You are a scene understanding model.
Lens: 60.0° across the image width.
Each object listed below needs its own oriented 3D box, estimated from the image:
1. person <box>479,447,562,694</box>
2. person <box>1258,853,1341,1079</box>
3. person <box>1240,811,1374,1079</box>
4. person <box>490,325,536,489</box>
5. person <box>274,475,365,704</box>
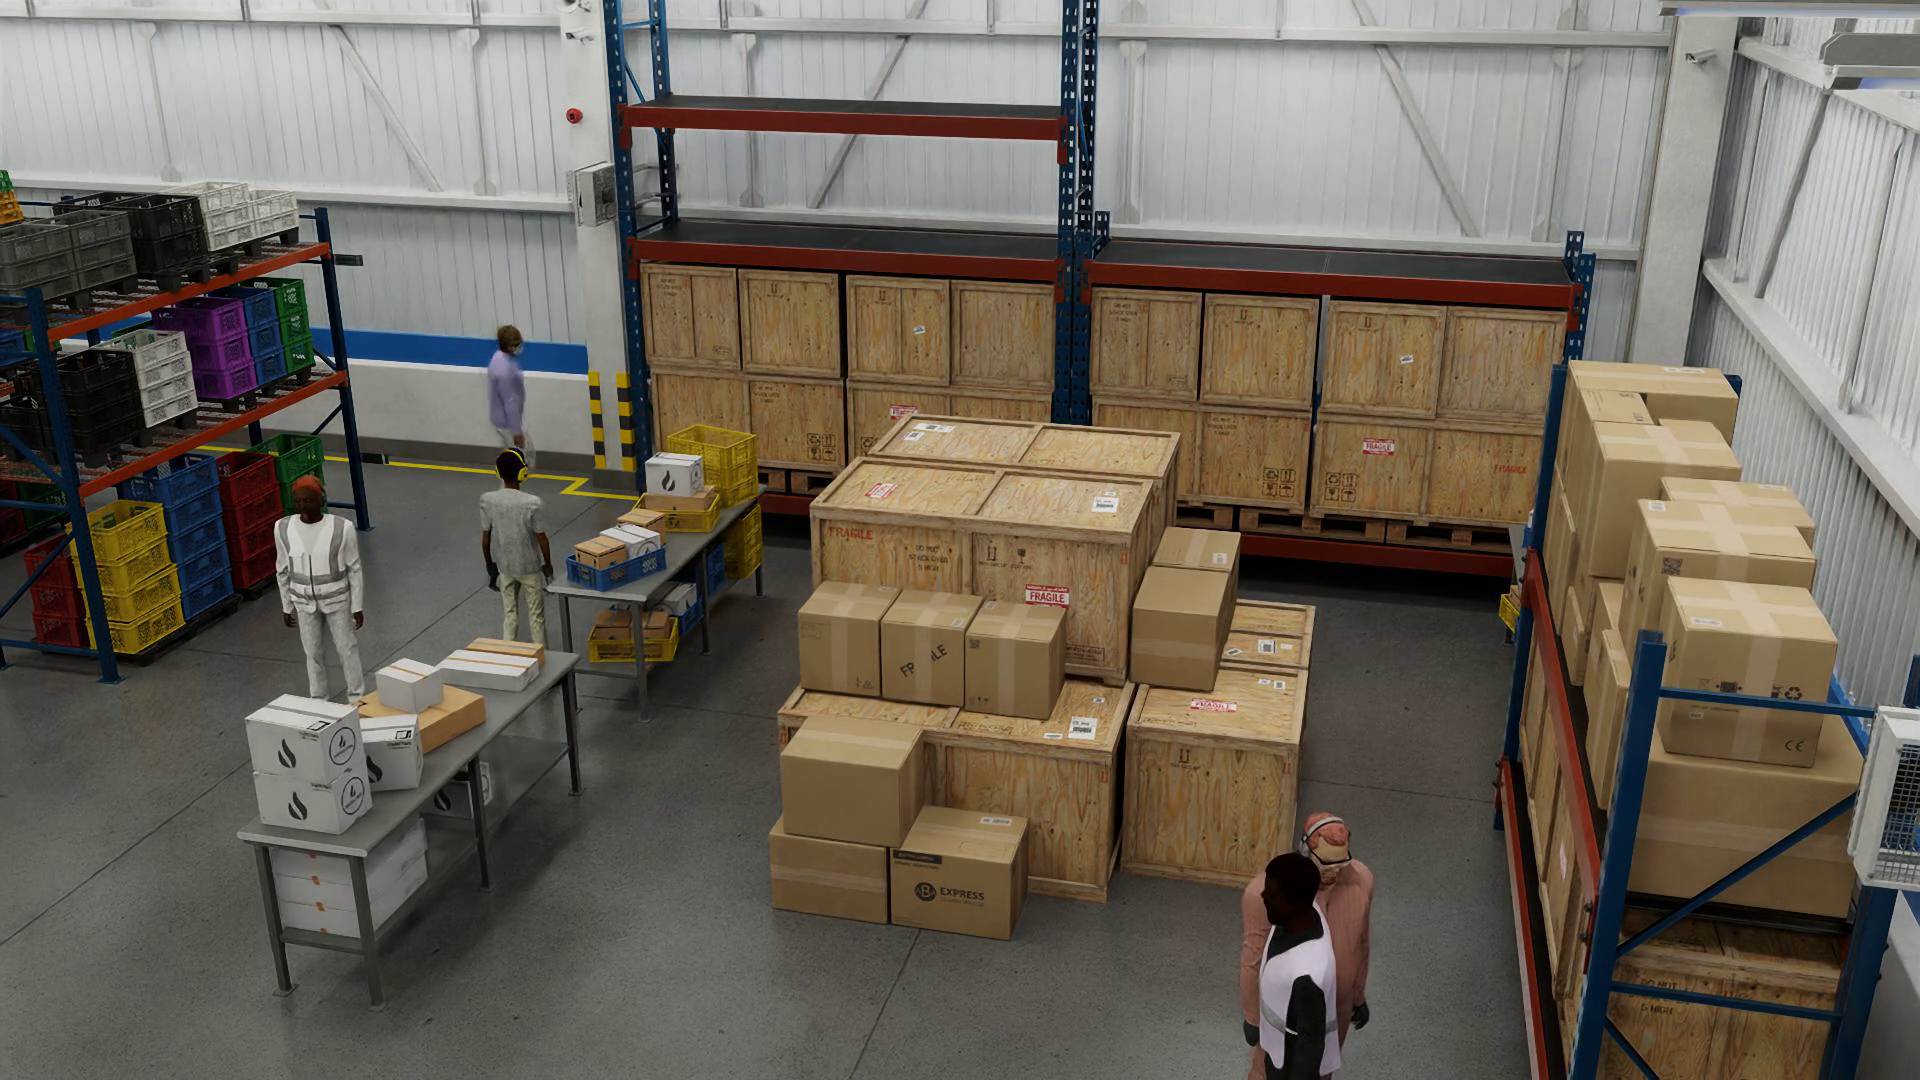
[{"bbox_3d":[-3.221,0.232,12.178,0.526,1.869,0.315,3,21,8],"label":"person"},{"bbox_3d":[1.414,2.171,7.040,0.370,1.915,0.597,2,21,4],"label":"person"},{"bbox_3d":[1.541,2.054,7.370,0.638,1.903,0.409,-7,22,-19],"label":"person"},{"bbox_3d":[-4.197,-1.078,15.548,0.406,1.918,0.727,-6,22,-16],"label":"person"},{"bbox_3d":[-4.440,0.451,11.585,0.574,1.884,0.356,-1,21,-3],"label":"person"}]
